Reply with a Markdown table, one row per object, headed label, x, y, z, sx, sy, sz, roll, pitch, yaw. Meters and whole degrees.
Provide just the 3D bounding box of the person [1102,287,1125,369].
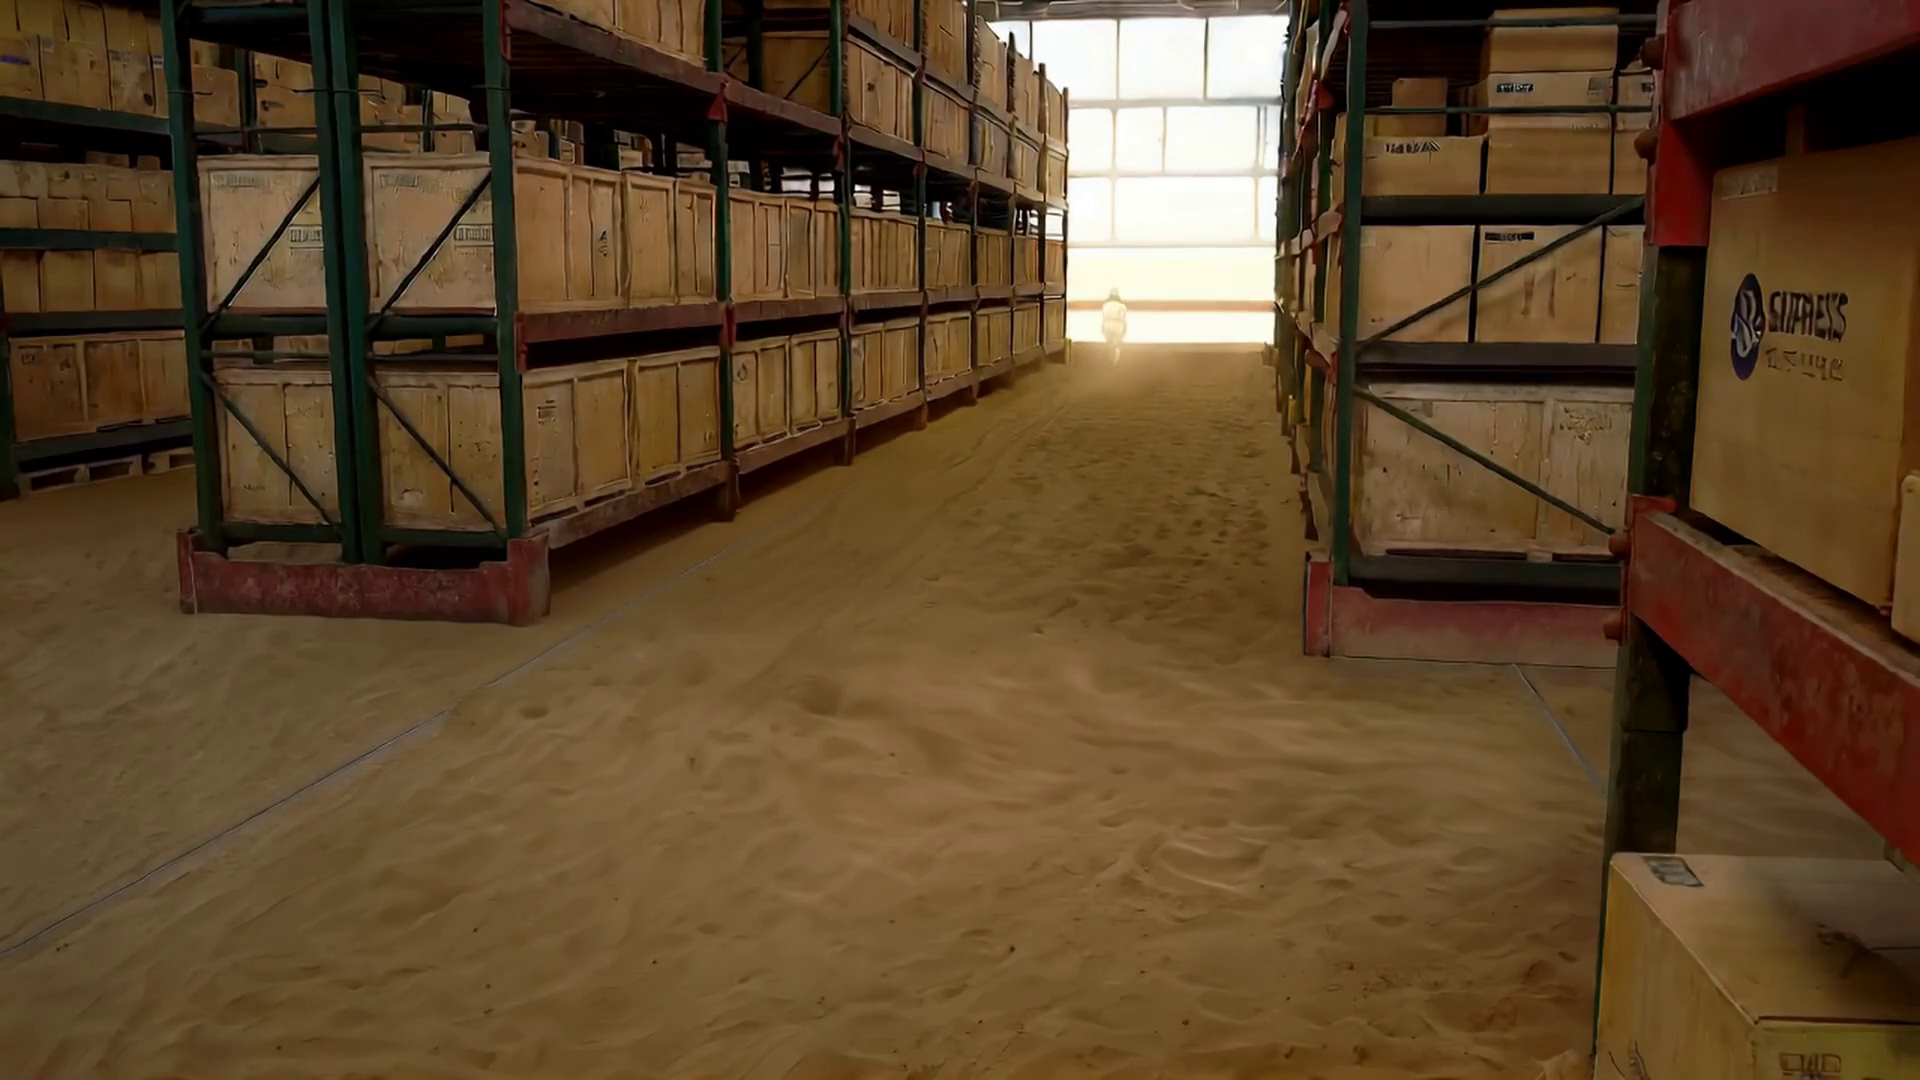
| label | x | y | z | sx | sy | sz | roll | pitch | yaw |
| --- | --- | --- | --- | --- | --- | --- | --- | --- | --- |
| person | 3.185 | -4.381 | 34.474 | 0.492 | 1.722 | 0.705 | 0 | 9 | 2 |
